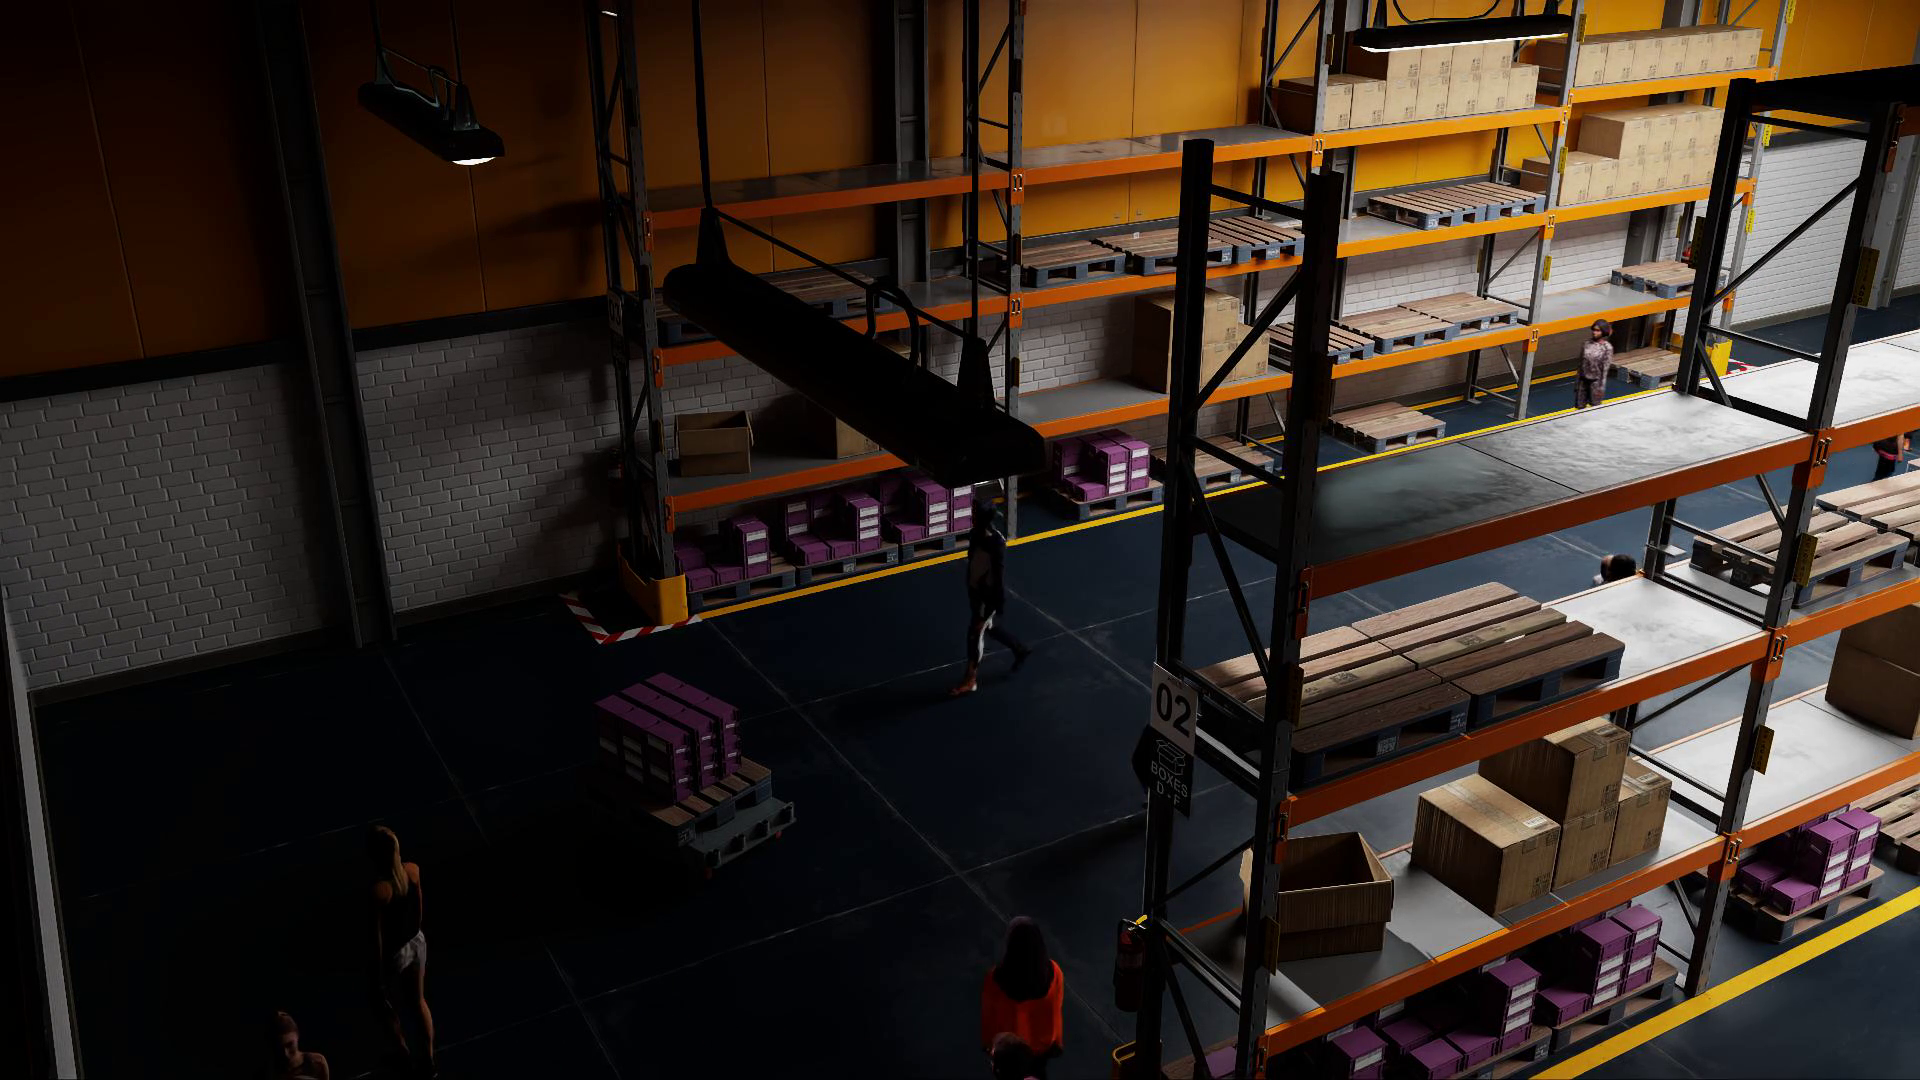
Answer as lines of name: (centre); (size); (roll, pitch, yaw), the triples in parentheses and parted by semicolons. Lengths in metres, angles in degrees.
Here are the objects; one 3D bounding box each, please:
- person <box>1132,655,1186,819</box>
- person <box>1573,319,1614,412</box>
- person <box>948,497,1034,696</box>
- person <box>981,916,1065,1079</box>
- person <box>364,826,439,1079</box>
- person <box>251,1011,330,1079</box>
person: (1.685, 1.517, 13.129); (0.609, 1.555, 0.567); (-10, 25, -21)
person: (7.905, -1.940, 20.838); (0.578, 1.715, 0.577); (-16, 28, -32)
person: (0.307, 0.488, 15.098); (1.178, 1.863, 0.756); (-10, 26, -22)
person: (0.395, 2.971, 9.581); (0.683, 1.733, 0.780); (-5, 24, -11)
person: (-3.428, 2.590, 10.329); (0.814, 1.831, 0.722); (14, 27, 29)
person: (-3.539, 3.258, 8.962); (0.513, 1.702, 0.648); (-9, 25, -20)
